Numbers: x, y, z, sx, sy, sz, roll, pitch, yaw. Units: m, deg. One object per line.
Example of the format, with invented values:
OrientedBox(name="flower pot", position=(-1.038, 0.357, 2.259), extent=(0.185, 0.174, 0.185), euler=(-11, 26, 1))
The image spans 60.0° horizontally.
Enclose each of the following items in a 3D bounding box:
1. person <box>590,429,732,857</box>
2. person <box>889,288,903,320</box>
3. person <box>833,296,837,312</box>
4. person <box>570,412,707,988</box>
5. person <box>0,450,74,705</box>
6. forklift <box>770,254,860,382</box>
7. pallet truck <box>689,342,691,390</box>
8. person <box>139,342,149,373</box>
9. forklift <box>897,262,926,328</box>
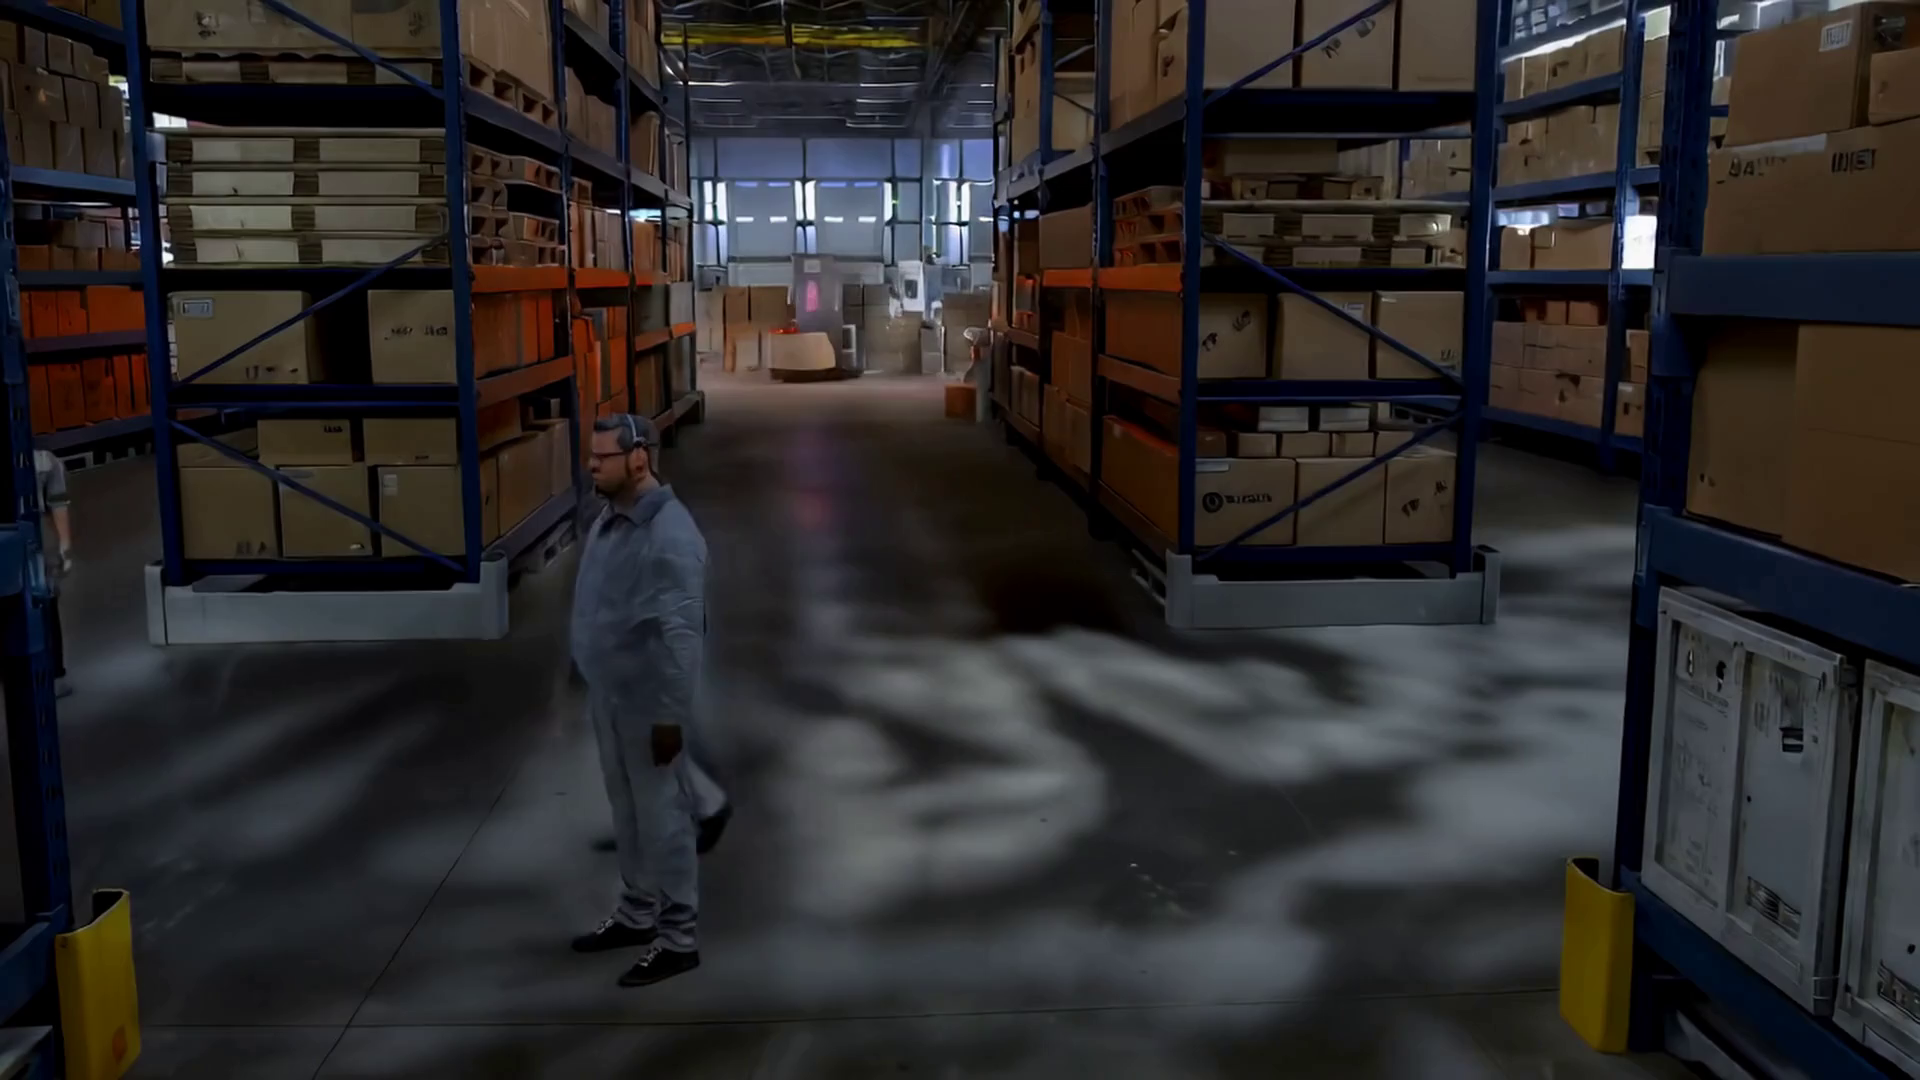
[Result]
OrientedBox(name="person", position=(-1.229, 0.410, 6.616), extent=(0.507, 1.818, 0.643), euler=(-4, 10, -26))
OrientedBox(name="person", position=(-2.299, -7.825, 57.962), extent=(0.640, 1.928, 0.389), euler=(3, 10, 19))
OrientedBox(name="person", position=(-4.336, -7.653, 57.788), extent=(0.894, 1.622, 0.545), euler=(6, 11, 34))
OrientedBox(name="person", position=(-1.100, 0.523, 5.594), extent=(0.409, 1.907, 0.648), euler=(-6, 11, -34))
OrientedBox(name="person", position=(-5.183, 0.063, 9.164), extent=(0.535, 1.691, 0.317), euler=(-4, 10, -23))
OrientedBox(name="forklift", position=(-3.260, -4.951, 36.915), extent=(1.129, 2.768, 1.873), euler=(6, 11, 35))
OrientedBox(name="pallet truck", position=(-5.225, -3.008, 27.480), extent=(1.885, 1.965, 0.823), euler=(2, 9, 14))
OrientedBox(name="person", position=(-13.985, -3.097, 29.019), extent=(0.552, 1.676, 0.618), euler=(1, 9, 6))
OrientedBox(name="forklift", position=(-1.777, -8.547, 59.496), extent=(1.129, 2.768, 1.873), euler=(-1, 9, -4))
